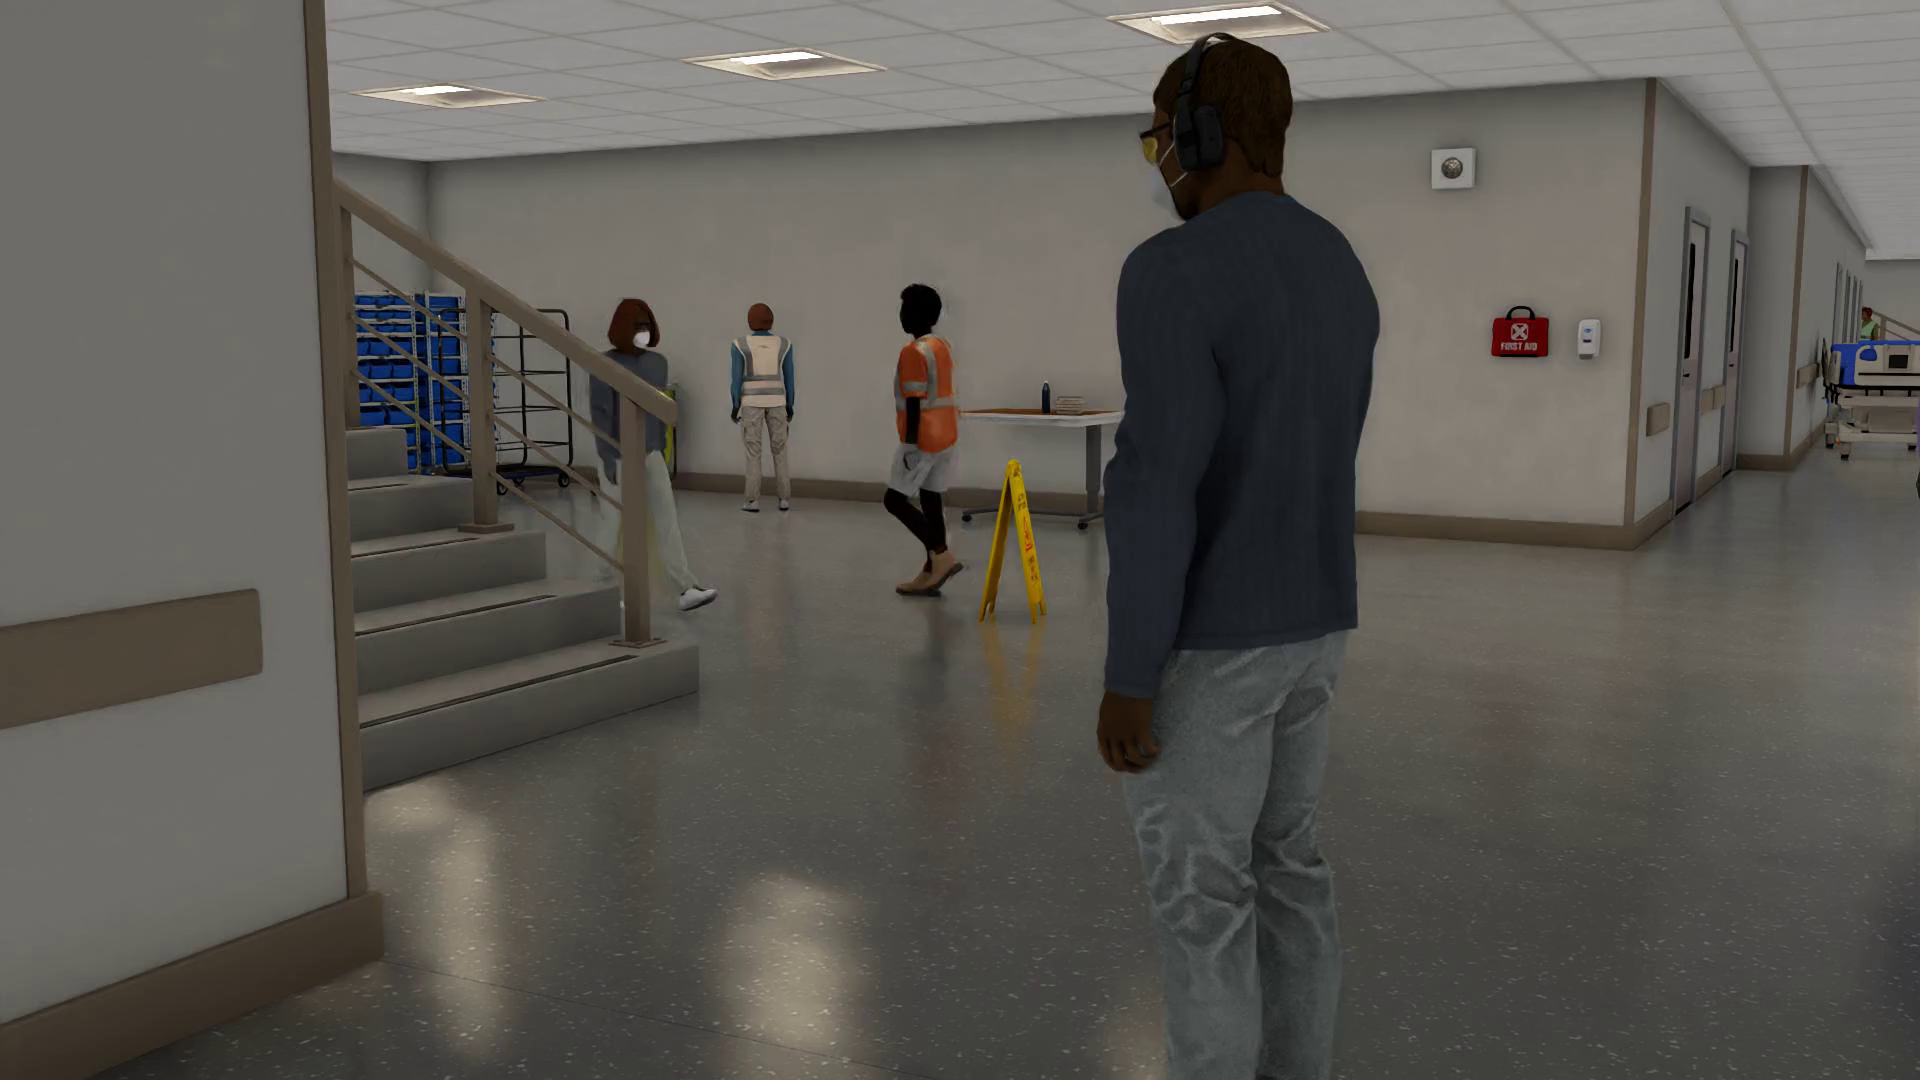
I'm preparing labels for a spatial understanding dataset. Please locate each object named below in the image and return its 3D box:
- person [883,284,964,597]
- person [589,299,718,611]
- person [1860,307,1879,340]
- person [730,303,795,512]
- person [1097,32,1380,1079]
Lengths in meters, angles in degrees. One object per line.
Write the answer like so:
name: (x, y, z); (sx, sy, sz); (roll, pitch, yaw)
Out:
person: (-0.202, -0.520, 8.891); (0.362, 1.683, 0.556); (3, 8, 20)
person: (-1.588, -0.404, 8.360); (0.832, 1.587, 0.514); (7, 10, 43)
person: (19.820, -4.161, 36.352); (0.388, 1.837, 0.564); (-1, 8, -9)
person: (-1.547, -1.035, 13.059); (0.521, 1.636, 0.311); (-3, 8, -21)
person: (0.440, 0.171, 2.684); (0.384, 1.930, 0.634); (6, 10, 40)
